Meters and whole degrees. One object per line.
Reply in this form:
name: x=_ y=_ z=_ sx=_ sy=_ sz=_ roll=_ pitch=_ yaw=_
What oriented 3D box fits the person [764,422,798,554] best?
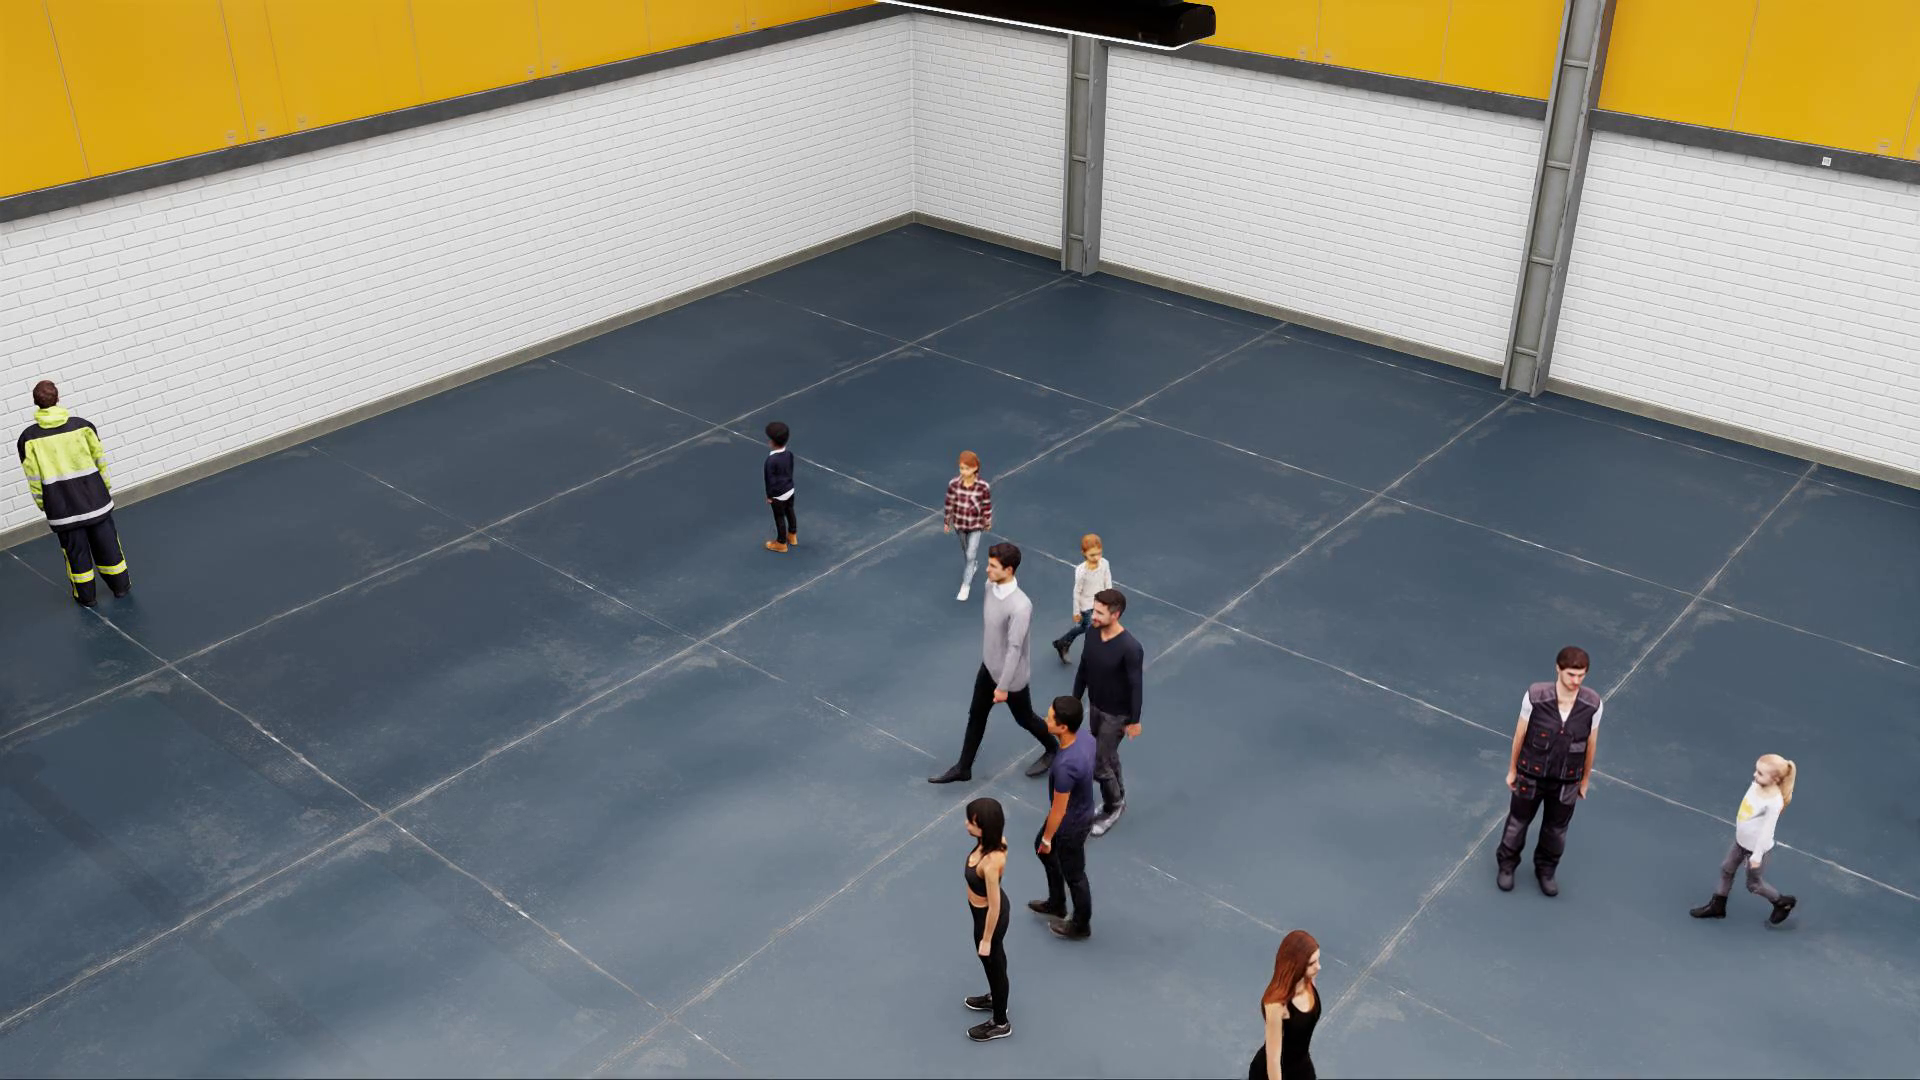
person: x=-1.581 y=-0.477 z=14.729 sx=0.511 sy=1.226 sz=0.523 roll=17 pitch=33 yaw=28

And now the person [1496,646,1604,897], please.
person: x=3.730 y=1.456 z=10.539 sx=0.698 sy=1.843 sz=0.811 roll=6 pitch=29 yaw=10

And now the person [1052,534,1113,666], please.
person: x=0.969 y=0.500 z=12.868 sx=0.561 sy=1.291 sz=0.943 roll=-23 pitch=36 yaw=-36

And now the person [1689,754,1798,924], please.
person: x=5.004 y=1.886 z=10.353 sx=0.879 sy=1.266 sz=0.798 roll=-1 pitch=29 yaw=-1

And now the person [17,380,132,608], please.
person: x=-7.356 y=-0.395 z=13.787 sx=0.822 sy=1.982 sz=0.718 roll=-21 pitch=35 yaw=-33

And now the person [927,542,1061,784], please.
person: x=0.409 y=0.888 z=11.545 sx=1.107 sy=1.878 sz=1.298 roll=-14 pitch=32 yaw=-24

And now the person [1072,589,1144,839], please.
person: x=1.072 y=1.113 z=11.161 sx=0.787 sy=1.851 sz=0.705 roll=-16 pitch=33 yaw=-27

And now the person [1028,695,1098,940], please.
person: x=0.753 y=1.718 z=10.125 sx=0.825 sy=1.779 sz=0.806 roll=6 pitch=29 yaw=12

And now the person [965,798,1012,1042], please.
person: x=0.176 y=2.148 z=9.481 sx=0.676 sy=1.642 sz=0.635 roll=0 pitch=29 yaw=0

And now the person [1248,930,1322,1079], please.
person: x=1.554 y=2.667 z=8.478 sx=0.648 sy=1.691 sz=1.152 roll=-24 pitch=37 yaw=-37

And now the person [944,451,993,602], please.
person: x=0.089 y=-0.179 z=14.136 sx=0.917 sy=1.270 sz=0.816 roll=9 pitch=30 yaw=16
